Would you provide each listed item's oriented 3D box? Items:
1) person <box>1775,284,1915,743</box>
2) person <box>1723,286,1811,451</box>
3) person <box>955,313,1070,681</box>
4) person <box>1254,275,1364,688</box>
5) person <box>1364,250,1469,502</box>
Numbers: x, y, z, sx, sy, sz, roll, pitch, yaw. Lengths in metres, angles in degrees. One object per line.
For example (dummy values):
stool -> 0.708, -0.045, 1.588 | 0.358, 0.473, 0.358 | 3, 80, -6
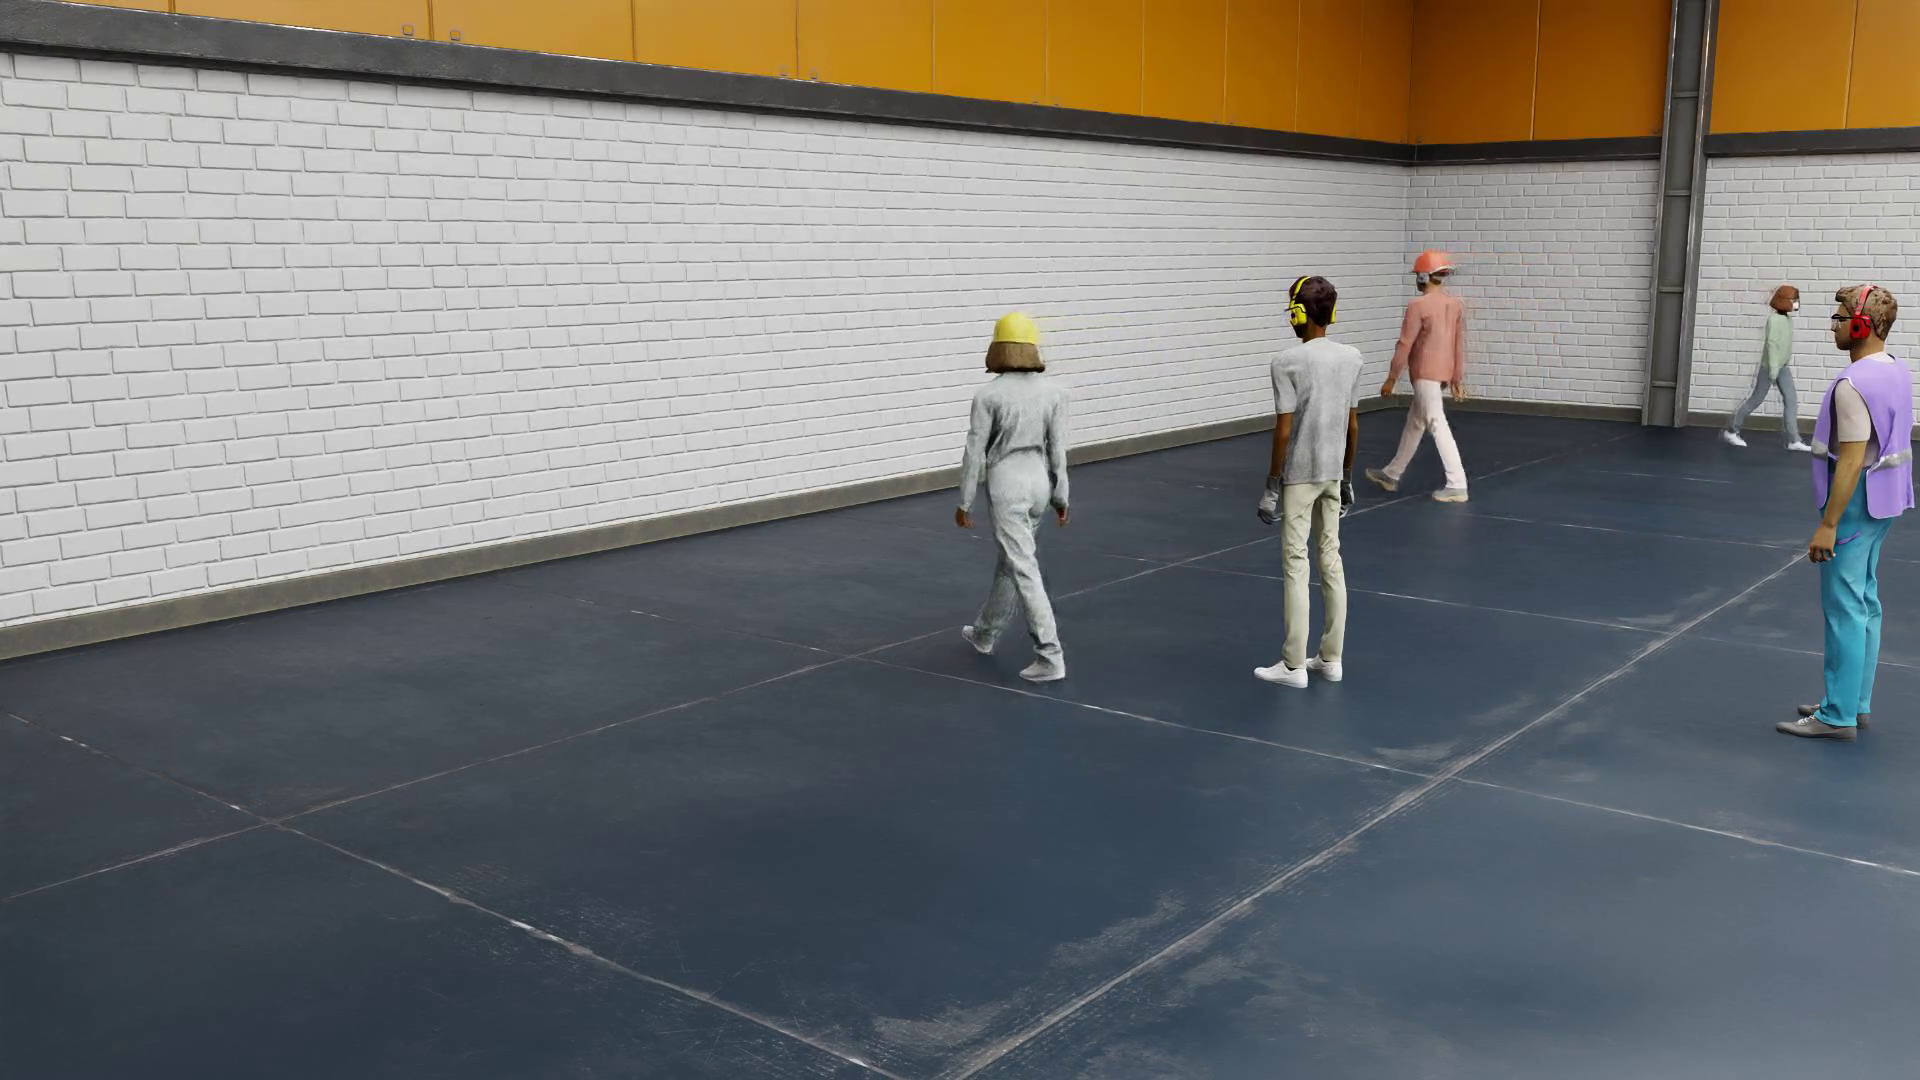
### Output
person -> 3.620, -0.100, 6.726 | 0.389, 1.846, 0.566 | 9, 14, 41
person -> 7.888, -1.676, 16.170 | 0.505, 1.590, 0.852 | -9, 13, -39
person -> 0.246, -0.216, 7.819 | 0.518, 1.677, 0.955 | -7, 12, -32
person -> 1.582, -0.259, 7.561 | 0.508, 1.865, 0.328 | -6, 12, -29
person -> 3.636, -1.289, 13.068 | 0.614, 1.940, 1.042 | -10, 14, -44
